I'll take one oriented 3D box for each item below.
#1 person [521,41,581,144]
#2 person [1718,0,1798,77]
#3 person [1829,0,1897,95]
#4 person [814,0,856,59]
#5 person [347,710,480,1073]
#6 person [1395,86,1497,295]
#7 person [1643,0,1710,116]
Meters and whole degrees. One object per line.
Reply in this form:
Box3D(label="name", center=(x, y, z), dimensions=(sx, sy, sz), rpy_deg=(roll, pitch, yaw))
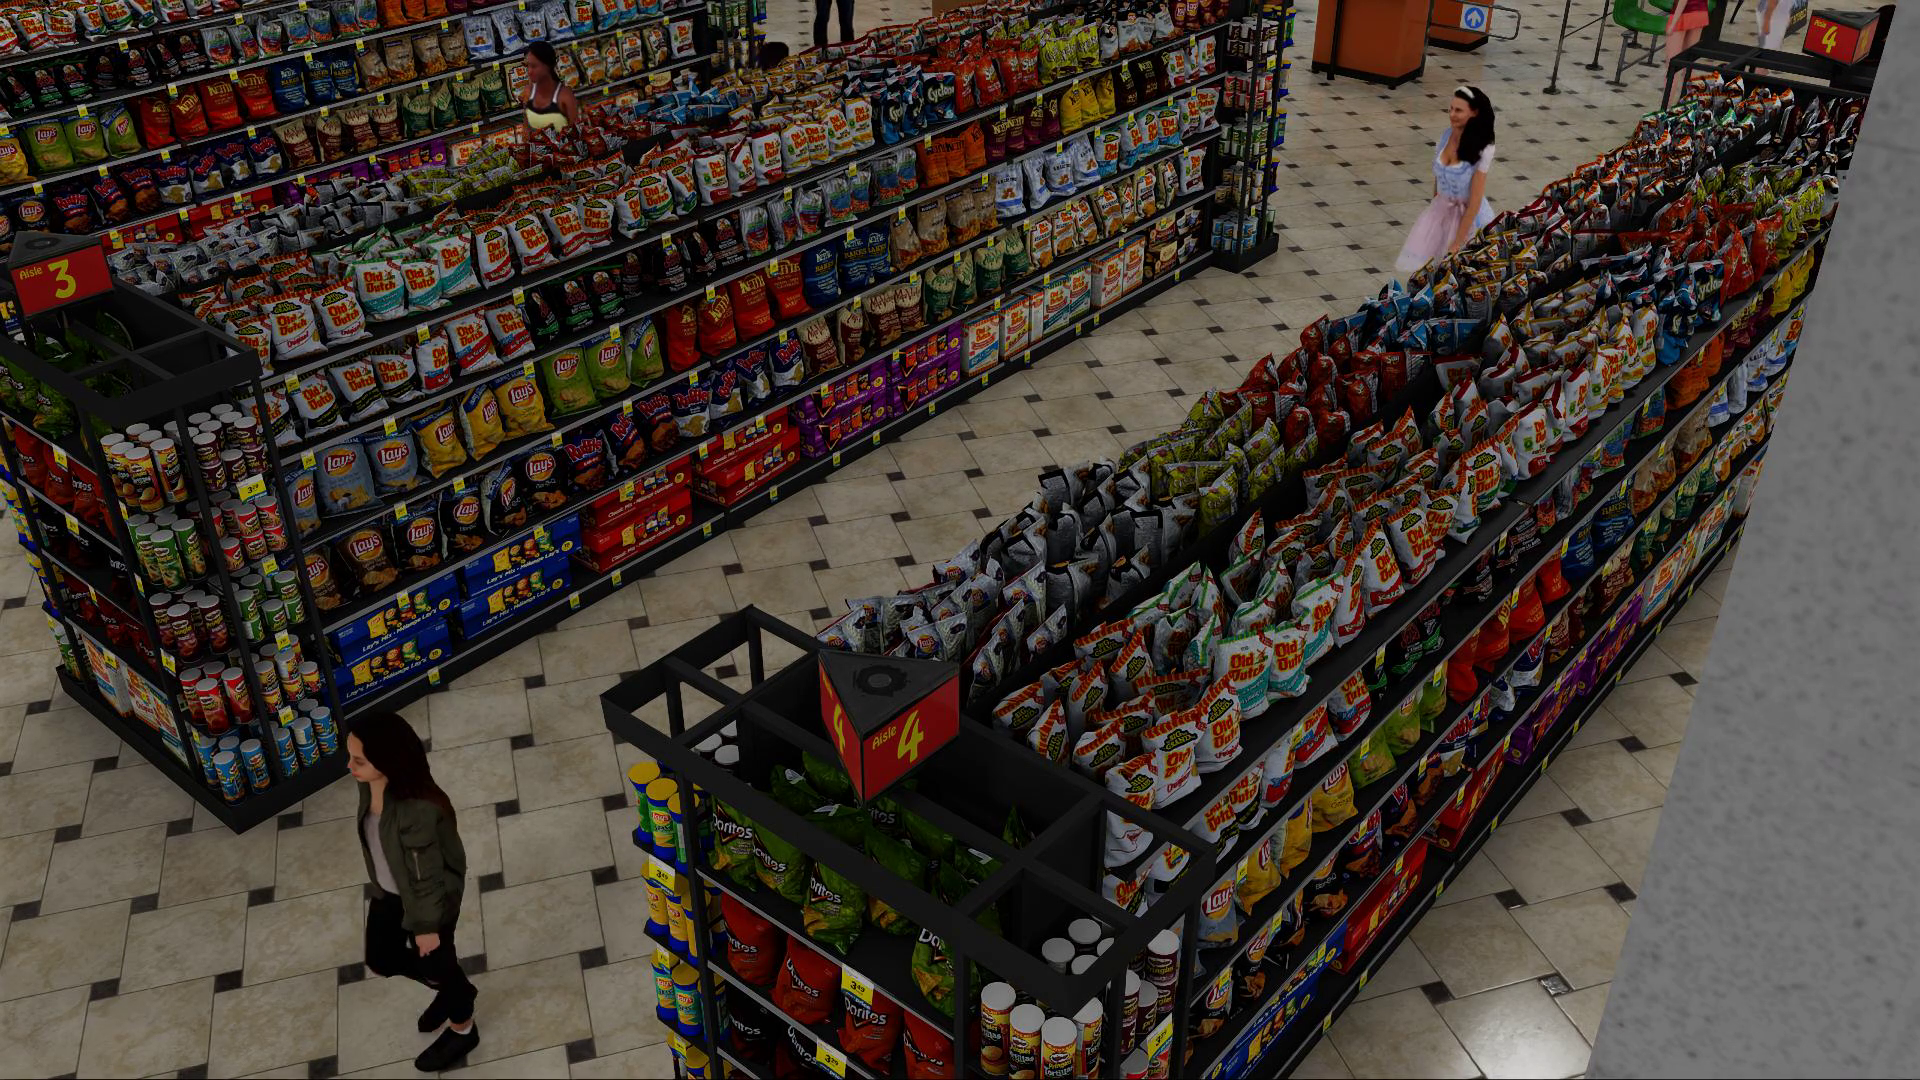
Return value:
Box3D(label="person", center=(-2.623, -2.439, 11.013), dimensions=(0.659, 1.742, 0.755), rpy_deg=(13, 34, 20))
Box3D(label="person", center=(7.008, -4.577, 14.461), dimensions=(0.653, 1.729, 0.808), rpy_deg=(26, 40, 35))
Box3D(label="person", center=(6.100, -2.725, 11.383), dimensions=(0.744, 1.838, 0.800), rpy_deg=(-14, 35, -21))
Box3D(label="person", center=(-1.181, -5.172, 15.340), dimensions=(1.297, 1.811, 1.246), rpy_deg=(-9, 33, -14))
Box3D(label="person", center=(-1.735, 1.146, 5.510), dimensions=(0.580, 1.469, 0.549), rpy_deg=(26, 40, 35))
Box3D(label="person", center=(3.038, -1.823, 10.015), dimensions=(1.266, 1.752, 0.794), rpy_deg=(-24, 39, -33))
Box3D(label="person", center=(6.250, -4.484, 14.292), dimensions=(0.553, 1.750, 0.687), rpy_deg=(-17, 36, -26))
